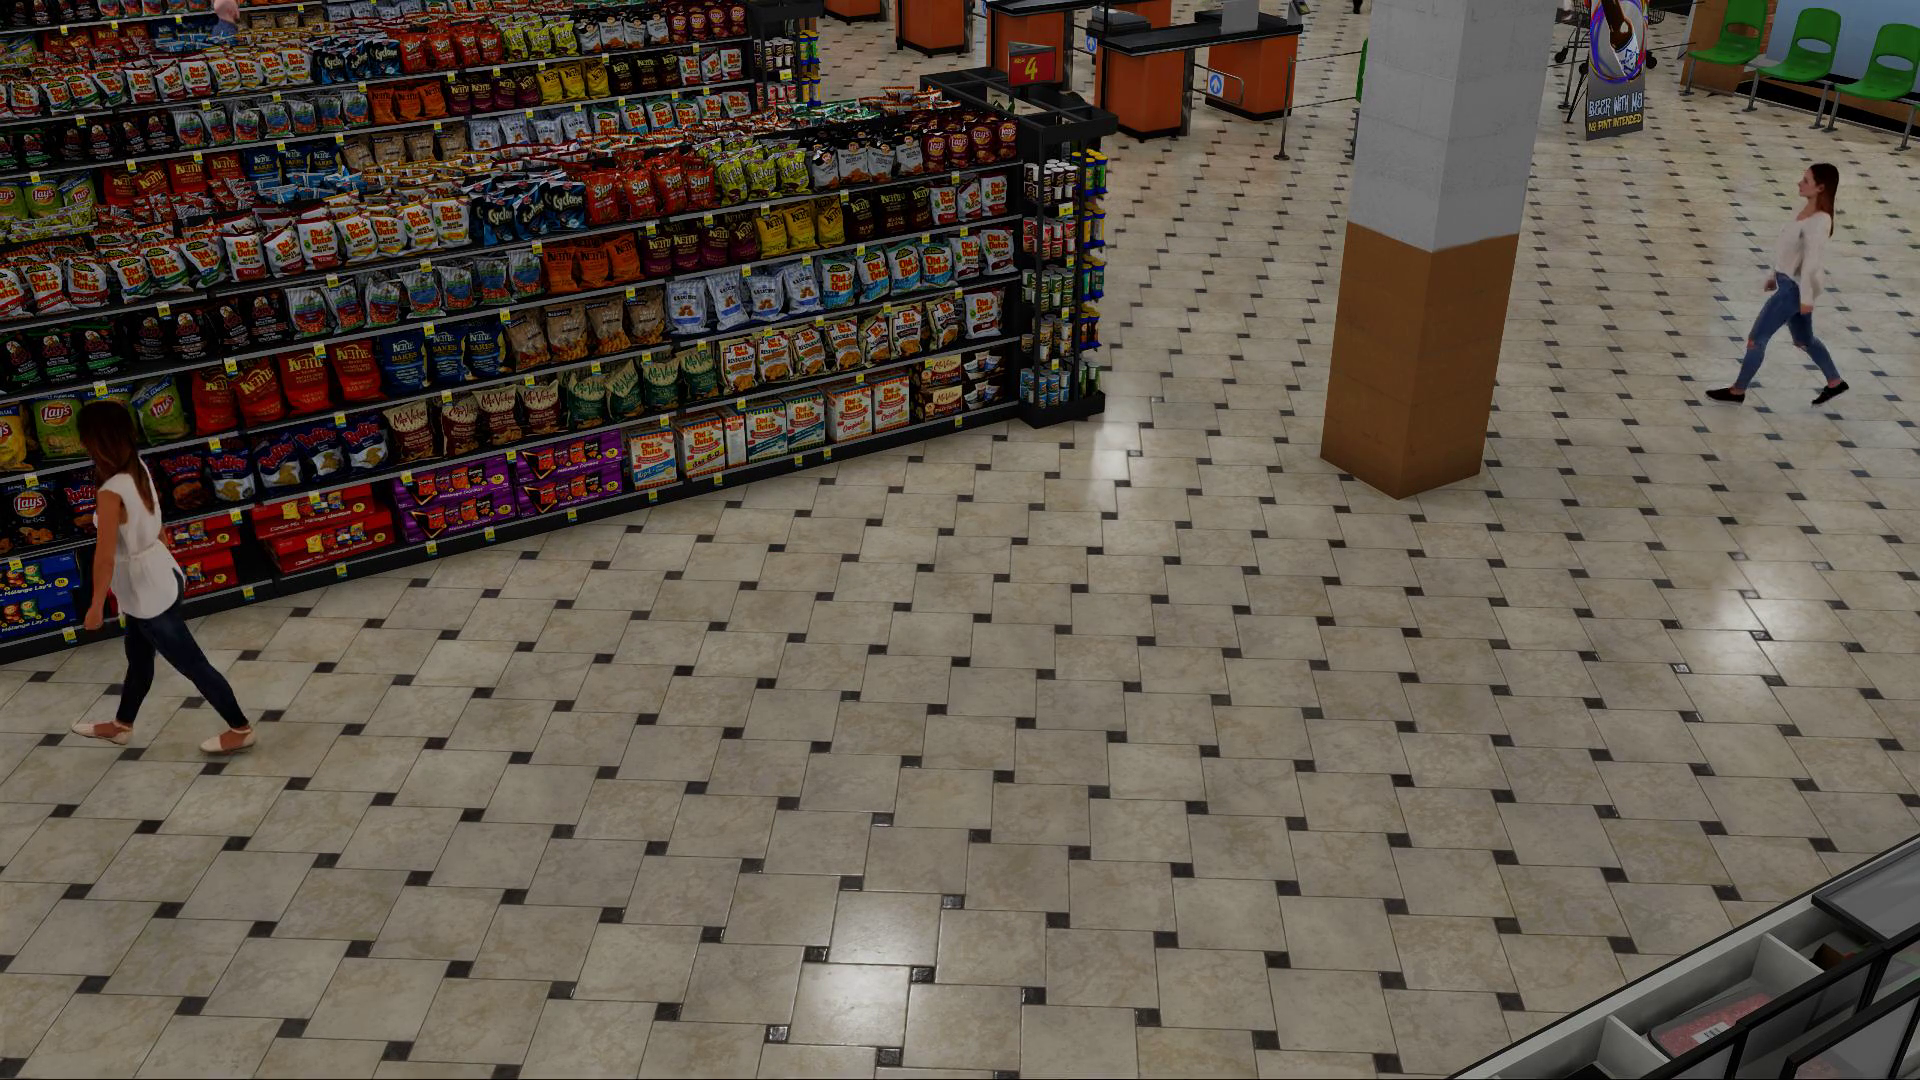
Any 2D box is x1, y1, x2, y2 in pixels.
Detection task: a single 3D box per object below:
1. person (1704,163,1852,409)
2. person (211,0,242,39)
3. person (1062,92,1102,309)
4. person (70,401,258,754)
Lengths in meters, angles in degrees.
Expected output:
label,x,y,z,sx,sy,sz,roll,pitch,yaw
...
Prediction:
label,x,y,z,sx,sy,sz,roll,pitch,yaw
person,5.511,-1.597,10.800,1.128,1.656,1.109,10,30,17
person,-6.436,-3.913,14.874,0.826,1.817,0.826,-23,36,-36
person,0.868,-2.487,12.421,0.639,1.664,0.706,-11,30,-19
person,-3.474,0.228,7.357,1.094,1.752,0.784,-7,29,-12
